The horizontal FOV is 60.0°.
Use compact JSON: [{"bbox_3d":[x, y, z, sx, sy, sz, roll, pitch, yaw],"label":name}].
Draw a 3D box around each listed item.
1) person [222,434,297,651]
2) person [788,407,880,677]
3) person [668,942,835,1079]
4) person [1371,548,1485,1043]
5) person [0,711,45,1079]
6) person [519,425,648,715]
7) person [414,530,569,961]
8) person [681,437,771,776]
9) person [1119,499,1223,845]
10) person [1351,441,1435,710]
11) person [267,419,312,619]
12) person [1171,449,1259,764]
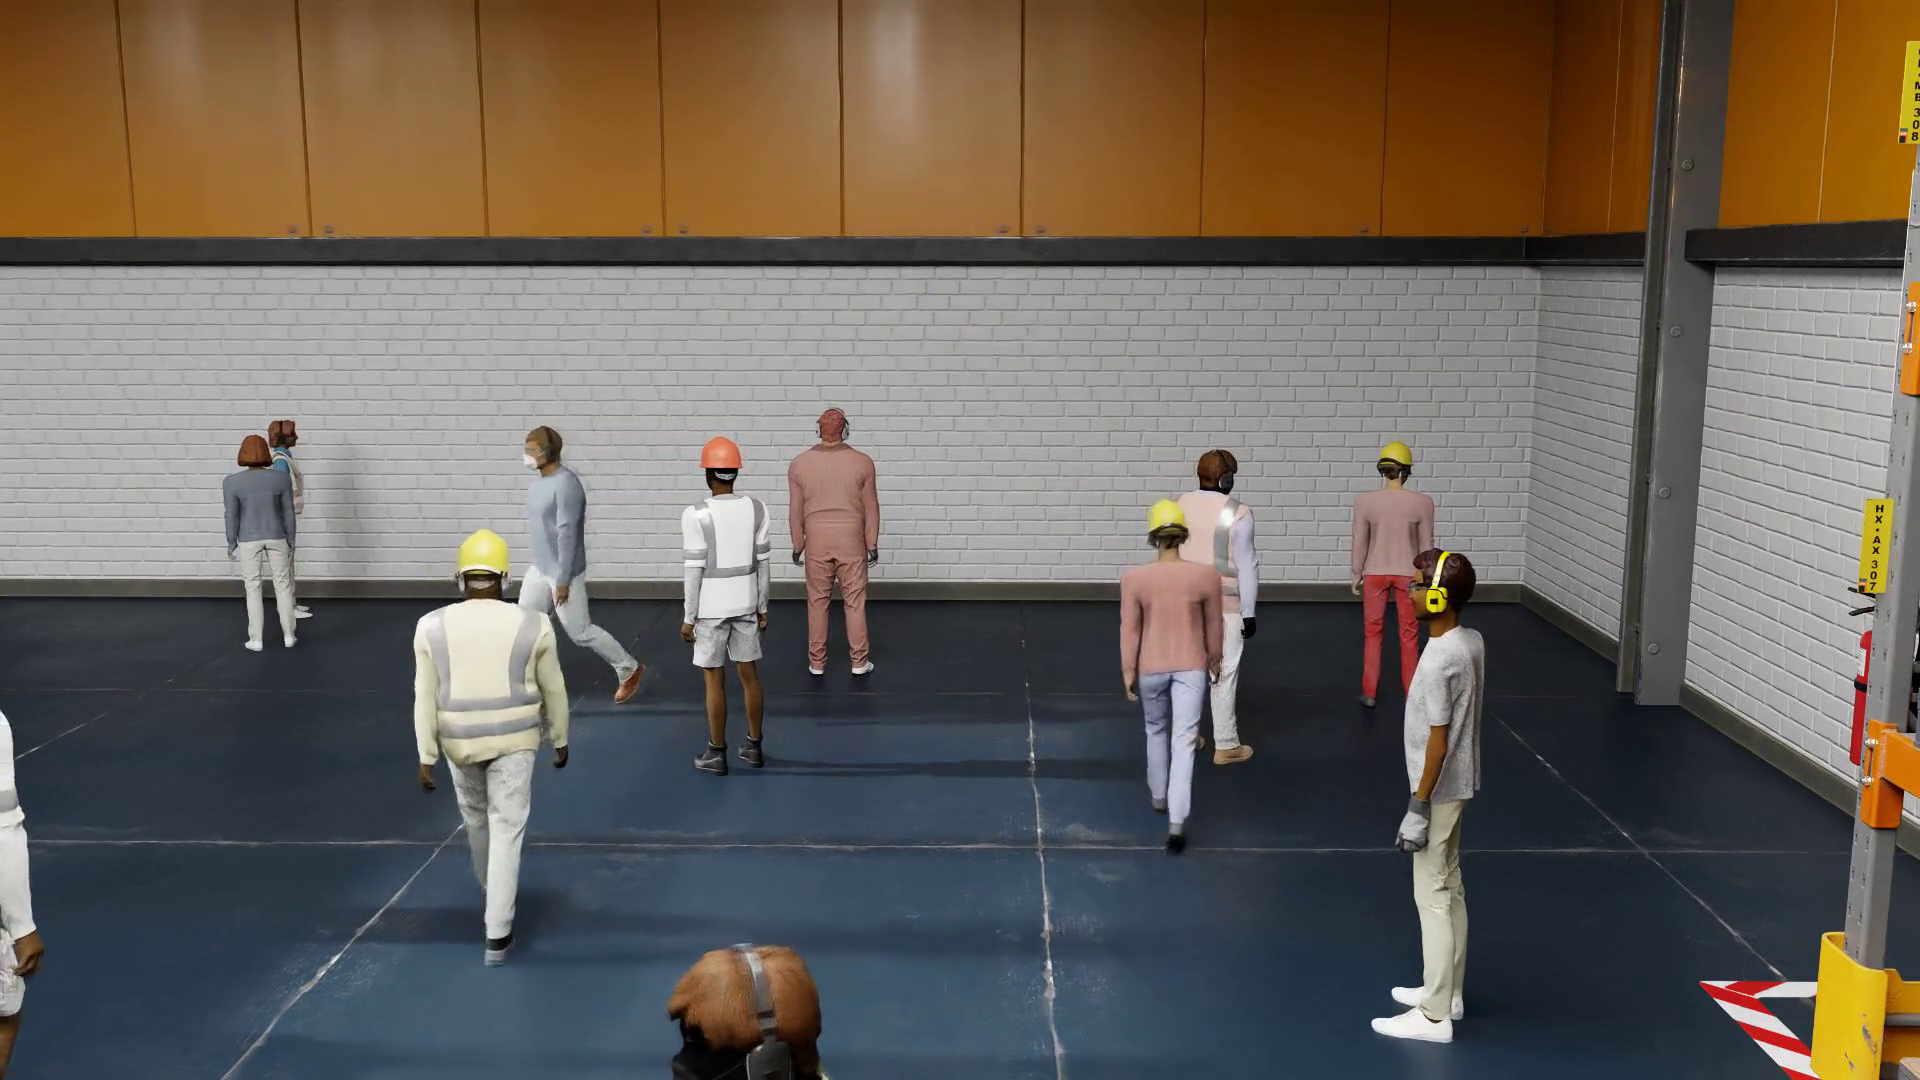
[{"bbox_3d":[-5.277,0.020,12.565,0.501,1.633,0.285,-6,11,-30],"label":"person"},{"bbox_3d":[-0.880,0.021,11.744,0.639,1.910,0.406,0,9,2],"label":"person"},{"bbox_3d":[-0.304,1.553,2.800,0.430,1.836,0.632,-5,11,-29],"label":"person"},{"bbox_3d":[1.781,0.955,6.266,0.328,1.872,0.509,5,11,29],"label":"person"},{"bbox_3d":[-3.035,1.111,4.851,0.640,2.030,0.478,-2,10,-12],"label":"person"},{"bbox_3d":[-2.524,0.198,10.731,0.946,1.901,0.627,-8,13,-41],"label":"person"},{"bbox_3d":[-2.010,0.842,7.208,0.619,1.778,0.942,-1,10,-7],"label":"person"},{"bbox_3d":[-1.352,0.377,9.526,0.553,1.935,0.363,-7,12,-36],"label":"person"},{"bbox_3d":[1.070,0.658,8.501,0.526,1.723,0.904,2,10,12],"label":"person"},{"bbox_3d":[2.821,0.238,10.881,0.525,1.765,0.329,3,10,15],"label":"person"},{"bbox_3d":[-5.551,-0.172,13.712,0.311,1.639,0.522,-4,10,-23],"label":"person"},{"bbox_3d":[1.481,0.385,9.765,0.634,1.841,0.429,8,13,41],"label":"person"}]
